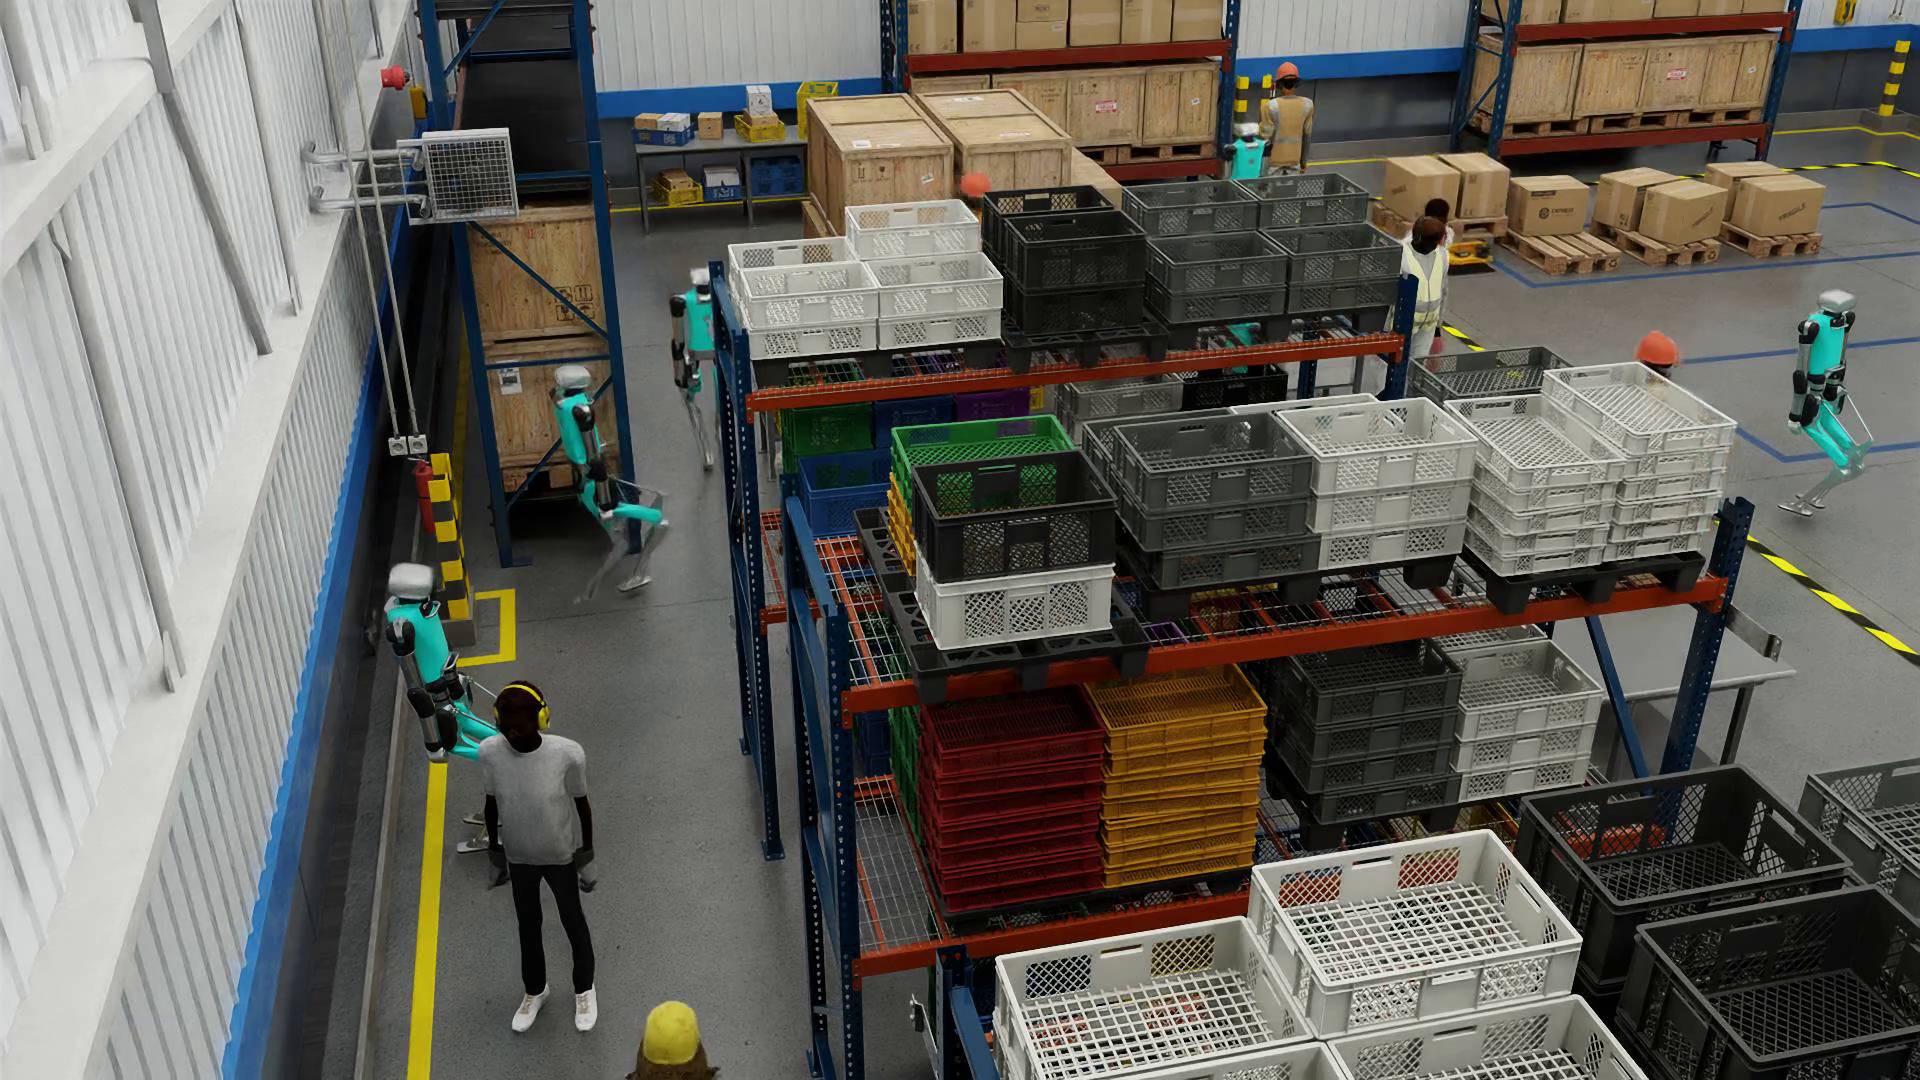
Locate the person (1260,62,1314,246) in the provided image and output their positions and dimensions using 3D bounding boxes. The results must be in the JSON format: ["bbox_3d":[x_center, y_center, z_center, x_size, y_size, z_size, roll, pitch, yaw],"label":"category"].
[{"bbox_3d":[3.467,-4.118,17.971,0.611,2.029,0.401,-8,29,-14],"label":"person"}]

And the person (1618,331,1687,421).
[{"bbox_3d":[4.501,-0.512,11.249,0.577,1.912,0.754,-8,29,-15],"label":"person"}]

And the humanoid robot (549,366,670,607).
[{"bbox_3d":[-2.314,-0.354,11.169,0.841,1.800,0.546,-17,32,-29],"label":"humanoid robot"}]

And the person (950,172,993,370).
[{"bbox_3d":[0.128,-2.144,14.238,0.436,2.030,0.608,-5,28,-9],"label":"person"}]

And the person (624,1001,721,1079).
[{"bbox_3d":[-1.025,2.337,6.067,0.499,1.700,0.867,-7,29,-13],"label":"person"}]

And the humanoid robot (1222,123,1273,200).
[{"bbox_3d":[2.802,-3.404,16.914,0.554,1.748,0.946,-8,29,-16],"label":"humanoid robot"}]

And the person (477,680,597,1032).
[{"bbox_3d":[-1.913,1.452,7.576,0.505,1.871,0.329,1,28,1],"label":"person"}]

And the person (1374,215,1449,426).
[{"bbox_3d":[3.743,-1.792,13.771,0.622,1.837,0.429,-9,29,-17],"label":"person"}]

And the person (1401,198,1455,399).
[{"bbox_3d":[3.972,-1.993,14.115,0.618,1.862,0.949,-16,32,-27],"label":"person"}]

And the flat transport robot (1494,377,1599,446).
[{"bbox_3d":[4.780,-1.036,14.013,0.659,0.231,1.431,-6,28,-12],"label":"flat transport robot"}]

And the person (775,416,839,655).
[{"bbox_3d":[-0.931,-0.072,10.492,0.506,1.846,0.346,-18,33,-31],"label":"person"}]

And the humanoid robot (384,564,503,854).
[{"bbox_3d":[-2.511,0.878,8.658,0.735,1.681,0.533,-1,28,-1],"label":"humanoid robot"}]

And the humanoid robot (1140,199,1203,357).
[{"bbox_3d":[1.893,-2.223,14.810,0.726,1.644,0.608,-9,29,-17],"label":"humanoid robot"}]

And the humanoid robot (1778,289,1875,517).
[{"bbox_3d":[6.402,-0.945,12.118,0.533,1.679,0.735,-16,32,-27],"label":"humanoid robot"}]

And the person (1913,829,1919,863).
[{"bbox_3d":[3.673,1.919,6.694,0.309,1.864,0.529,-5,28,-9],"label":"person"}]

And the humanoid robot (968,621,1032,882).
[{"bbox_3d":[0.303,1.106,8.486,0.792,1.626,0.602,-3,28,-5],"label":"humanoid robot"}]

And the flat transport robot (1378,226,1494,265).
[{"bbox_3d":[5.245,-3.346,18.365,0.652,0.197,1.431,-6,28,-12],"label":"flat transport robot"}]

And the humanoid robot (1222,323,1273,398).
[{"bbox_3d":[2.300,-1.019,12.529,0.732,1.899,0.551,-10,29,-18],"label":"humanoid robot"}]

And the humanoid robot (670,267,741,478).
[{"bbox_3d":[-1.989,-1.321,13.019,0.542,1.822,0.722,-7,29,-13],"label":"humanoid robot"}]
